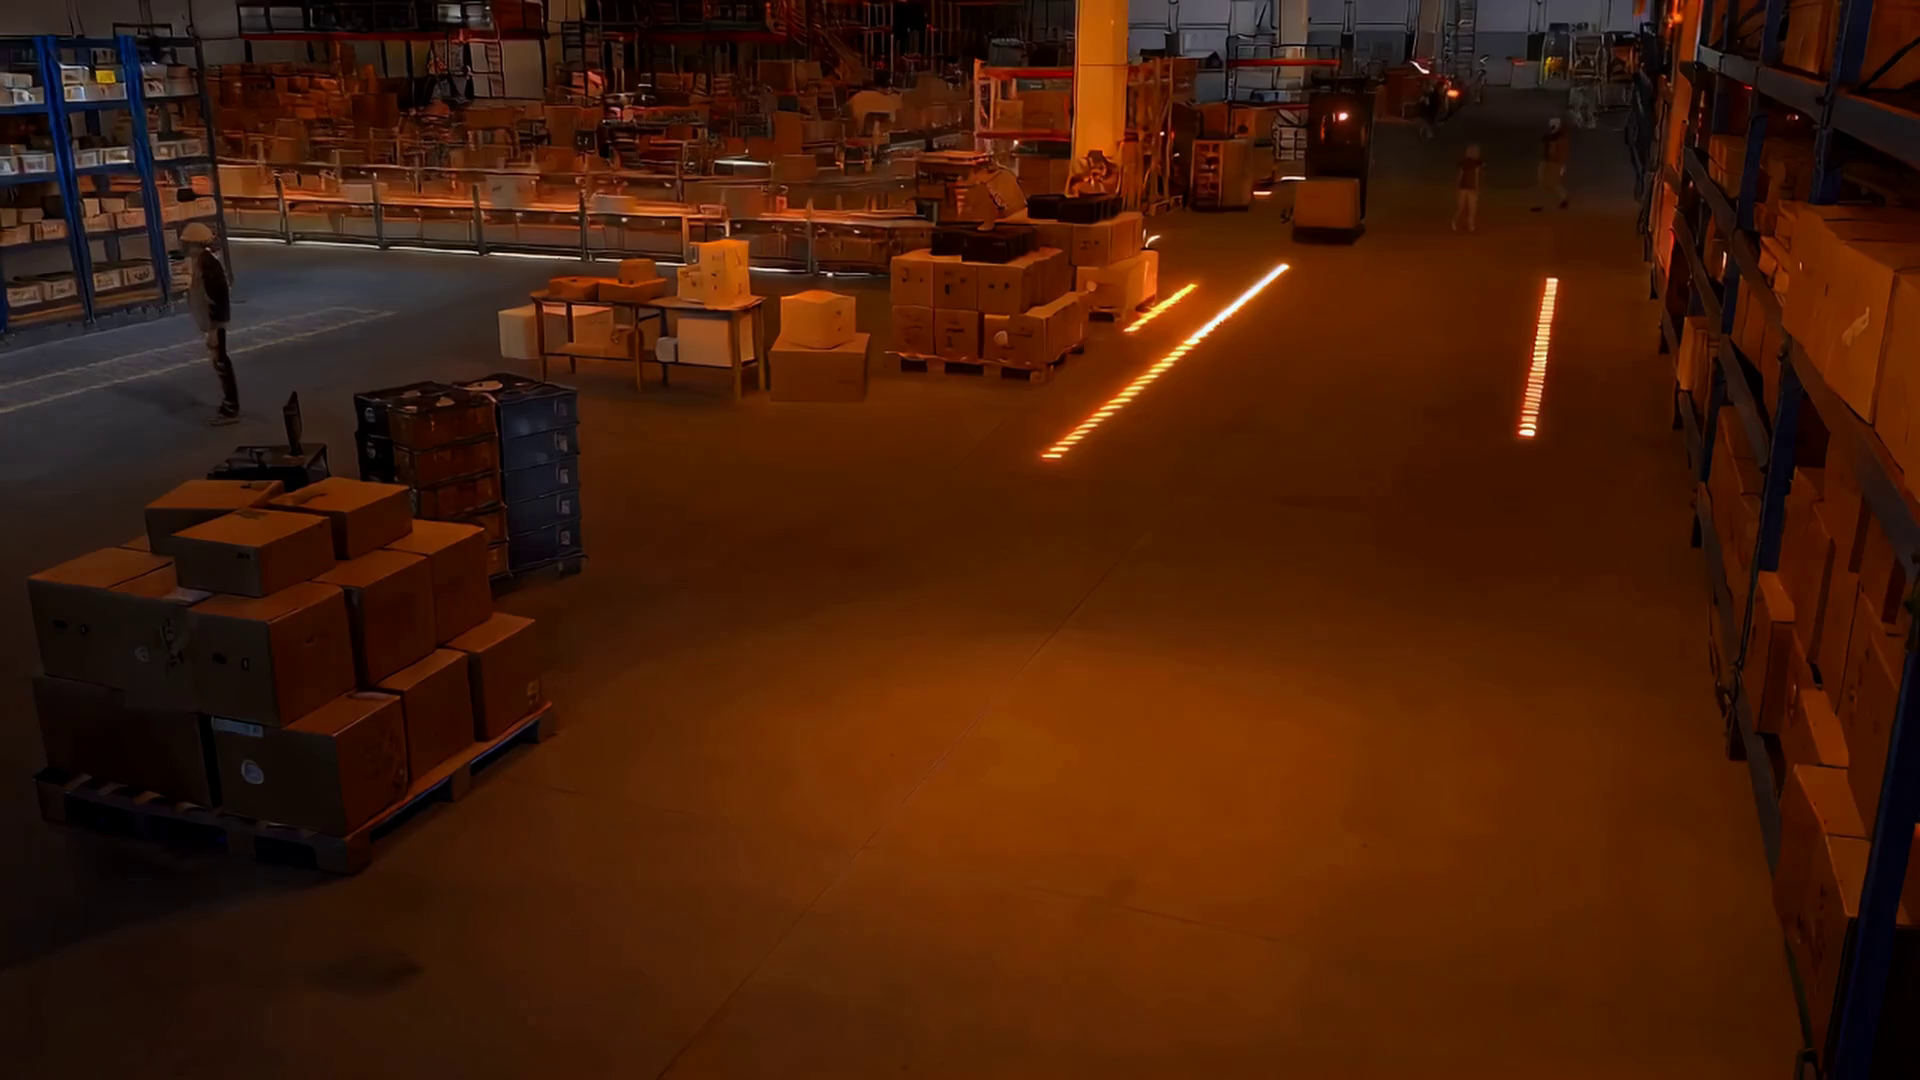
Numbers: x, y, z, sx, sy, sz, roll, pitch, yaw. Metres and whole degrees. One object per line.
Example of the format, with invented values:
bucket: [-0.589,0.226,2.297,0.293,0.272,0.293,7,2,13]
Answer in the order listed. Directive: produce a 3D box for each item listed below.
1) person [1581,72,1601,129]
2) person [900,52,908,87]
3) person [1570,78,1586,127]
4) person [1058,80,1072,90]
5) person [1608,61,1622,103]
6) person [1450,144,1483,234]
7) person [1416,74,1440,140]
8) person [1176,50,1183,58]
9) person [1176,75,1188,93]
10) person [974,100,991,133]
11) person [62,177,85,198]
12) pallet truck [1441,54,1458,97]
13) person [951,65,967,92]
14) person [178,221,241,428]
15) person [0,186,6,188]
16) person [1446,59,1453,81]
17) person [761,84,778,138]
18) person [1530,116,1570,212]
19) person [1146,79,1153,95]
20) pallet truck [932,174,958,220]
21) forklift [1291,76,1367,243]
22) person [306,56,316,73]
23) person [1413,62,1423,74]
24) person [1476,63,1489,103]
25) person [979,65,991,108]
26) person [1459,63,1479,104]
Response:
person: [21.637,-15.060,57.041,0.872,1.908,0.587,-7,19,-22]
person: [-2.947,-24.725,87.534,0.429,1.840,0.630,0,18,1]
person: [21.507,-15.190,57.821,0.544,1.681,0.566,-6,18,-17]
person: [5.493,-24.047,85.335,0.955,1.895,0.683,-1,18,-5]
person: [29.056,-20.277,73.599,0.513,1.819,0.903,-8,19,-24]
person: [9.251,-6.403,30.344,0.501,1.604,0.762,14,22,37]
person: [14.792,-13.696,52.553,0.698,2.000,0.754,-15,23,-40]
person: [11.785,-25.555,90.057,0.572,1.884,0.972,-8,19,-22]
person: [7.694,-15.184,57.645,0.422,1.786,0.616,8,19,24]
person: [0.598,-10.787,43.975,0.546,1.681,0.372,8,19,24]
person: [-14.193,-5.216,26.165,0.860,1.873,0.680,10,20,29]
pallet truck: [22.765,-21.886,78.355,0.823,1.965,1.885,-4,18,-14]
person: [-0.023,-16.860,62.636,0.680,1.965,1.070,-6,19,-20]
person: [-7.289,-2.099,16.187,0.383,1.993,0.622,-8,19,-23]
person: [-17.278,-6.283,29.598,0.590,1.833,0.404,-3,18,-9]
person: [23.446,-22.136,79.595,0.549,1.706,0.501,-16,24,-41]
person: [-5.981,-13.402,52.114,0.525,1.749,0.568,-4,18,-13]
person: [12.031,-7.593,33.617,0.890,1.908,0.642,-11,21,-31]
person: [6.539,-15.116,57.301,0.317,1.865,0.523,10,20,28]
pallet truck: [-0.507,-5.292,27.348,0.653,1.274,1.630,6,19,19]
forklift: [6.598,-6.755,29.381,1.129,2.768,1.873,6,19,19]
person: [-30.373,-21.678,77.888,0.342,1.882,0.579,6,19,18]
person: [19.153,-19.145,69.927,0.947,1.893,0.598,15,23,39]
person: [23.067,-20.177,73.474,0.531,1.697,0.320,3,18,10]
person: [1.011,-18.199,67.041,0.513,1.835,0.941,-10,20,-29]
person: [22.280,-19.867,72.459,0.894,1.718,0.545,5,18,16]
